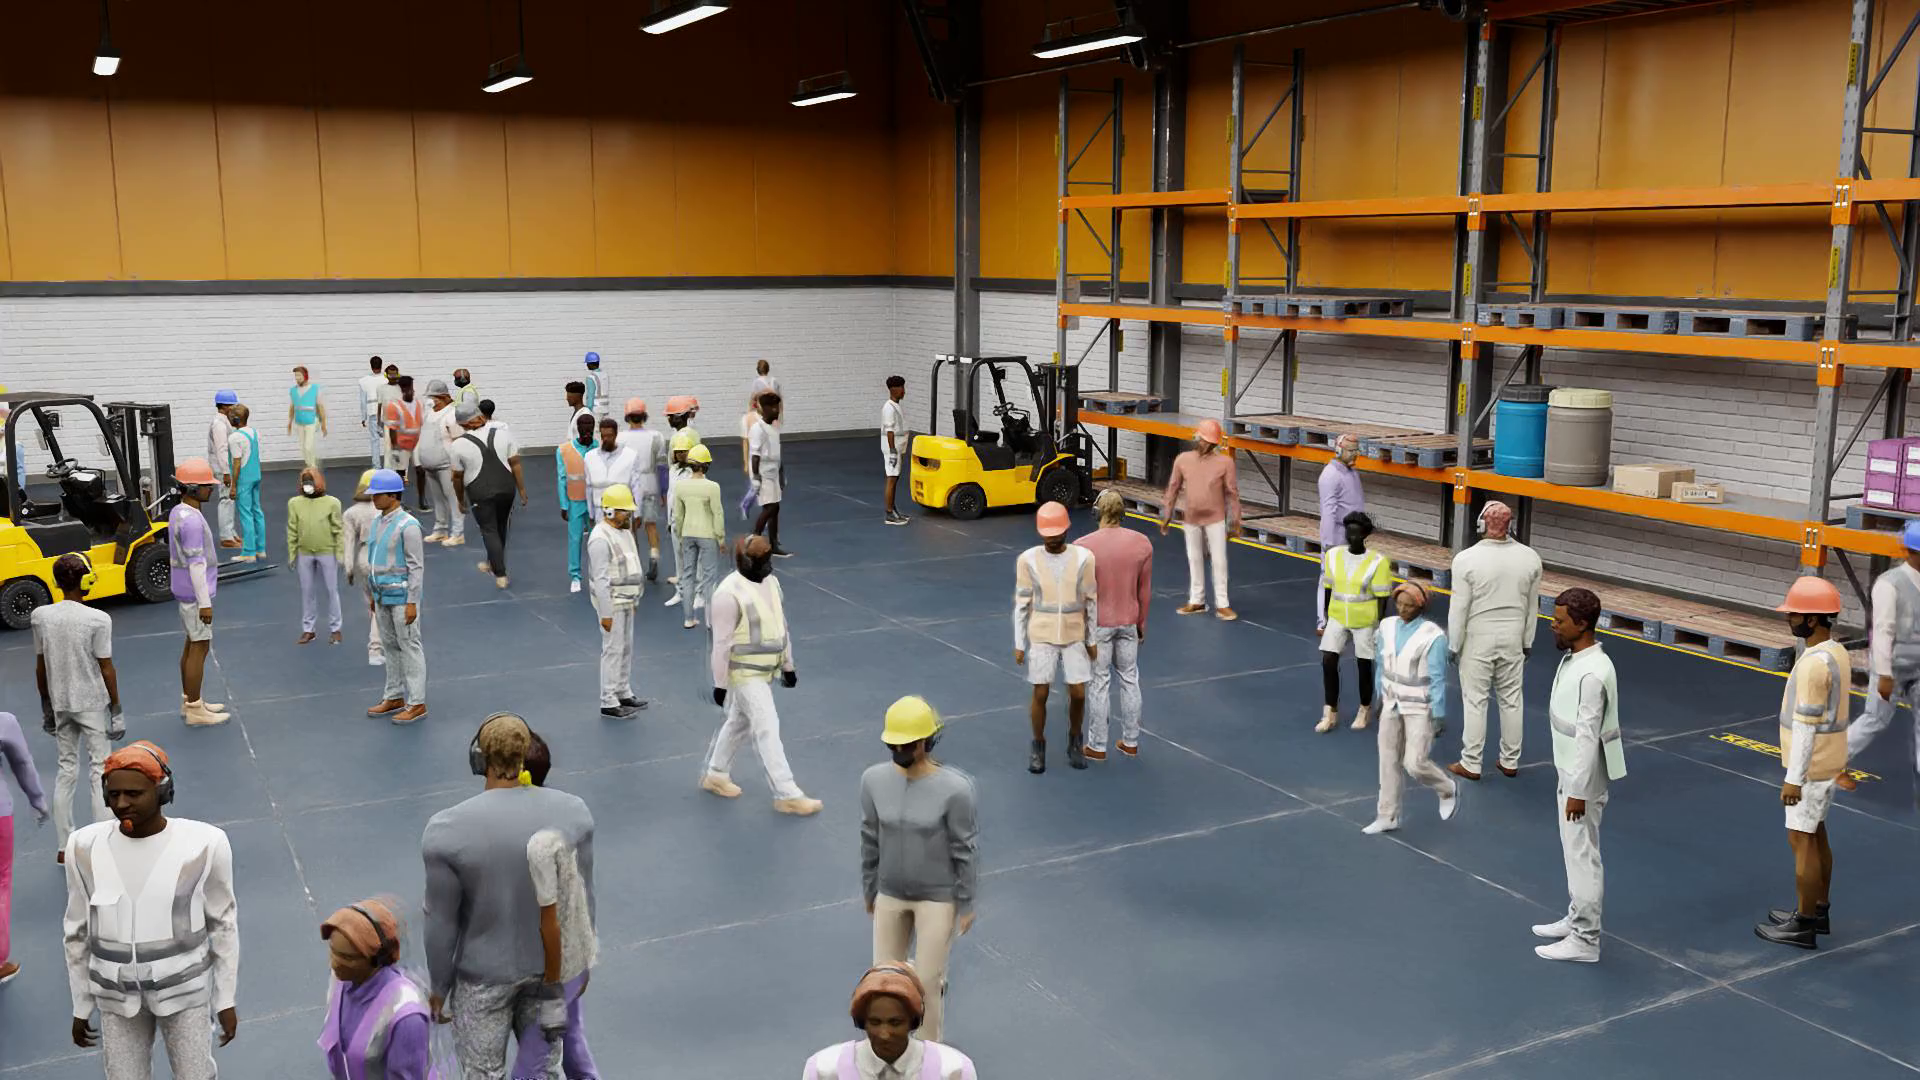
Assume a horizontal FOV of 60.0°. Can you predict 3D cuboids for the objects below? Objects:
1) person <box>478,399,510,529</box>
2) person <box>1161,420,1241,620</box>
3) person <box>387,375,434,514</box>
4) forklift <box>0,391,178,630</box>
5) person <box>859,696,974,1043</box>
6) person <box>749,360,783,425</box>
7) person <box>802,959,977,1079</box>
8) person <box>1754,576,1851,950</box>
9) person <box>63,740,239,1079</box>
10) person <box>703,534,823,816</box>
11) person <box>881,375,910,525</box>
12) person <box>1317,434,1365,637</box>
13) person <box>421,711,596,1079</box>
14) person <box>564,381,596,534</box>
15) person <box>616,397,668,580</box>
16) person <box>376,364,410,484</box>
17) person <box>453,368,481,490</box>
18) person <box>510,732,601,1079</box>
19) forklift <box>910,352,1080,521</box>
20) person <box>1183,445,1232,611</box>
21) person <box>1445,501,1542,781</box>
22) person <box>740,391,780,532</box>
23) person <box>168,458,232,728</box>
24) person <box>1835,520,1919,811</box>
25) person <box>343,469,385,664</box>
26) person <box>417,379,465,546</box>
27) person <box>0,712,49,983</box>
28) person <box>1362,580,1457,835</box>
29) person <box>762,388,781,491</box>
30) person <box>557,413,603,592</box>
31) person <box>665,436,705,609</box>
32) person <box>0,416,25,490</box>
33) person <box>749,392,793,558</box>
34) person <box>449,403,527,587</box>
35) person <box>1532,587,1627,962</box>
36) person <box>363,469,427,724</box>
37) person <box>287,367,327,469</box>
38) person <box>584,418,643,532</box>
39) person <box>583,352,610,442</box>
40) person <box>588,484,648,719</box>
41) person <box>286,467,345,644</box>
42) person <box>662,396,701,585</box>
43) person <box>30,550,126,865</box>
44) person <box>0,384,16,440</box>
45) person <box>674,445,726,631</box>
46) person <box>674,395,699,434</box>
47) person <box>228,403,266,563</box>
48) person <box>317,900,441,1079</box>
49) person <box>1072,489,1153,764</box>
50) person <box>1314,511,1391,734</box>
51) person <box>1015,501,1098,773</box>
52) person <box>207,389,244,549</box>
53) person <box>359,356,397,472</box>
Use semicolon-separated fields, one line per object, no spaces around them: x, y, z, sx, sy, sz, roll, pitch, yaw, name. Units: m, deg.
-6.057;-0.972;21.461;0.532;1.693;0.319;-5;11;-28;person
2.368;-0.204;16.251;0.763;1.966;0.470;5;11;25;person
-7.498;-1.288;22.616;0.840;1.912;0.624;8;12;37;person
-9.026;-0.363;16.508;1.214;2.155;2.313;6;11;29;forklift
-0.162;1.491;7.129;0.527;1.752;0.555;4;11;22;person
-3.236;-2.048;27.285;0.529;1.813;0.849;-7;12;-36;person
-0.201;1.965;4.710;0.521;1.637;0.311;0;10;-2;person
4.376;1.144;8.618;0.388;1.929;0.539;7;12;35;person
-2.866;1.633;5.918;0.572;1.883;0.355;-1;10;-8;person
-1.323;0.843;10.734;0.953;1.795;0.643;4;11;23;person
-0.856;-1.193;21.953;0.367;1.963;0.604;1;10;4;person
3.555;-0.037;15.472;0.399;1.905;0.643;6;11;30;person
-1.643;1.578;6.119;0.641;1.927;0.386;-7;12;-34;person
-4.814;-1.048;21.155;0.372;1.958;0.598;-4;11;-23;person
-3.480;-0.547;18.098;0.617;2.017;0.858;-4;10;-20;person
-8.723;-1.778;25.633;0.509;1.860;0.334;-4;11;-22;person
-7.447;-1.673;25.114;0.429;1.831;0.635;-3;10;-19;person
-1.520;1.609;6.209;0.425;1.842;0.540;-2;10;-10;person
0.460;-1.461;22.833;2.313;2.155;1.214;-5;11;-28;forklift
2.466;-0.129;16.582;0.497;1.702;0.377;-1;10;-7;person
3.595;0.683;11.314;0.642;1.909;0.399;-2;10;-10;person
-2.569;-1.013;21.320;0.580;1.820;0.592;-8;13;-39;person
-5.760;0.393;12.618;0.397;2.034;0.605;-6;11;-30;person
6.052;0.787;10.716;0.623;1.909;0.943;-4;11;-20;person
-5.137;0.212;14.702;0.483;1.674;0.955;0;10;2;person
-6.348;-0.948;20.318;0.683;2.000;0.536;9;13;41;person
-4.817;1.374;8.182;0.596;1.616;0.481;-5;11;-28;person
2.802;1.021;10.183;0.525;1.618;0.560;-6;12;-31;person
-2.730;-1.352;23.816;0.279;1.633;0.500;3;10;19;person
-3.942;-0.395;17.551;0.587;1.903;0.408;-4;11;-22;person
-2.765;-0.180;16.749;0.487;1.746;0.285;7;12;34;person
-10.711;-0.528;18.531;0.588;1.823;0.403;2;10;11;person
-2.219;-0.748;19.390;0.452;1.956;0.659;3;10;18;person
-5.141;-0.542;17.982;0.760;2.000;0.909;-8;12;-37;person
3.158;1.184;8.444;0.390;1.911;0.585;2;10;11;person
-4.314;0.422;12.700;0.601;1.948;0.386;8;13;39;person
-10.087;-1.750;25.565;0.590;1.816;0.593;3;10;18;person
-3.562;-0.331;17.209;0.599;1.893;0.822;0;10;3;person
-6.004;-2.142;27.506;0.416;1.937;0.604;3;10;18;person
-2.635;0.470;12.798;0.403;1.818;0.603;1;10;8;person
-5.885;0.145;15.218;0.525;1.631;0.282;-1;10;-3;person
-3.003;-0.532;17.959;0.401;2.034;0.601;2;10;12;person
-5.128;0.988;9.705;0.514;1.861;0.322;1;10;8;person
-13.413;-1.292;23.152;0.536;1.755;0.546;4;11;22;person
-2.455;-0.021;15.773;0.523;1.769;0.316;4;11;23;person
-3.564;-1.022;21.684;0.477;1.708;0.586;-5;11;-29;person
-8.256;-0.655;19.194;0.345;1.847;0.508;1;10;8;person
-1.808;1.879;5.332;0.519;1.589;0.811;7;12;35;person
1.043;0.606;11.669;0.629;1.940;0.379;-4;10;-20;person
2.884;0.625;12.314;0.553;1.672;0.671;7;12;34;person
0.663;0.670;11.393;0.574;1.908;0.412;0;10;-2;person
-8.856;-0.856;20.106;0.416;1.938;0.615;-3;10;-19;person
-9.307;-1.980;26.699;0.587;1.891;0.391;-3;10;-19;person
